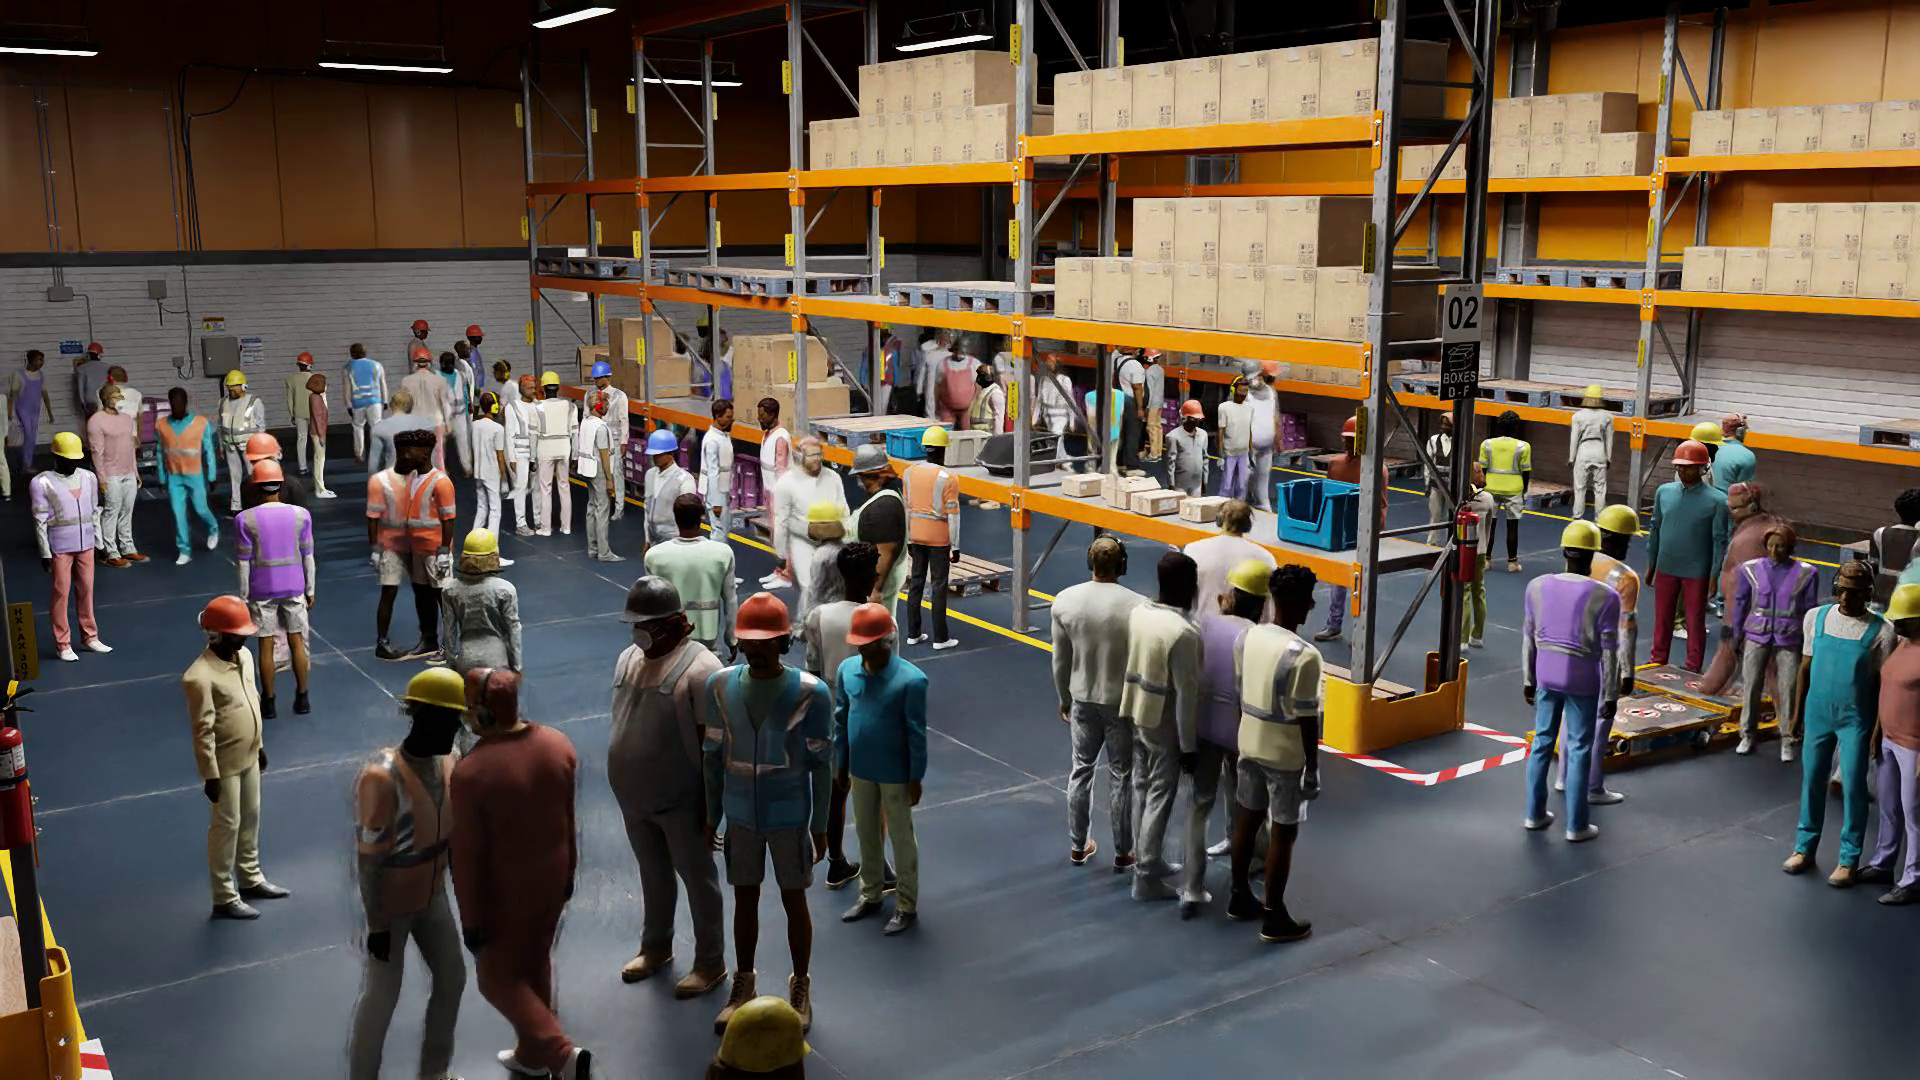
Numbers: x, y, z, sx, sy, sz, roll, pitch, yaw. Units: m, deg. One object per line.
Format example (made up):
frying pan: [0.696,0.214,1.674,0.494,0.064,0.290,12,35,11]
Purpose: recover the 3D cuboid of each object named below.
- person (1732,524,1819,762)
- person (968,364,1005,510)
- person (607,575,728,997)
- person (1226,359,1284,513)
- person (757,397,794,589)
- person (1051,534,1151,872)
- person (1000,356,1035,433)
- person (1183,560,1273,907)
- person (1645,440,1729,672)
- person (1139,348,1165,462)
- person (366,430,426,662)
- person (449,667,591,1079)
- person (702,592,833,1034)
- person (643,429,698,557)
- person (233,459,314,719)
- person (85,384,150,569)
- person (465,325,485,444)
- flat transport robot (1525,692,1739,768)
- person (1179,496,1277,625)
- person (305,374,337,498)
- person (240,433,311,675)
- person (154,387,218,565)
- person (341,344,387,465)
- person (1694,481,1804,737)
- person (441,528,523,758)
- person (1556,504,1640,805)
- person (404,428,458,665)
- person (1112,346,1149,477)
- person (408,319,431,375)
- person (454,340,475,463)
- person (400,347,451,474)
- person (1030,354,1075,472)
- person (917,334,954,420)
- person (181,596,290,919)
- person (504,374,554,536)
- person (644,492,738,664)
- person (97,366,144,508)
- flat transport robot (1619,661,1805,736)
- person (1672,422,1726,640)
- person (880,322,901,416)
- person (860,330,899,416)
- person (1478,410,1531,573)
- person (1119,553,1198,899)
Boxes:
person: [5.564,0.691,11.375,0.527,1.628,0.314,7,13,32]
person: [0.332,-1.312,21.076,0.430,1.845,0.621,-4,12,-21]
person: [-1.431,1.155,7.941,0.681,2.000,0.535,8,13,34]
person: [3.577,-1.200,19.991,0.812,2.000,0.535,-6,13,-29]
person: [-1.828,-0.477,16.642,0.402,1.909,0.599,-4,12,-18]
person: [0.822,0.918,9.415,0.630,1.940,0.373,5,12,25]
person: [0.828,-1.845,24.033,0.522,1.758,0.350,0,11,1]
person: [1.474,1.033,9.040,0.583,1.869,1.009,6,13,29]
person: [5.588,0.218,12.854,0.378,1.995,0.609,-9,14,-39]
person: [2.888,-2.051,25.084,0.341,1.752,0.563,5,12,26]
person: [-4.676,0.032,13.970,0.411,1.942,0.689,9,14,39]
person: [-1.787,1.447,6.879,0.698,1.880,0.666,7,13,33]
person: [-0.874,1.235,7.513,0.608,2.048,0.370,2,11,11]
person: [-2.445,0.029,13.975,0.610,1.939,0.419,10,15,42]
person: [-5.060,0.362,12.305,0.549,1.927,0.393,-8,14,-35]
person: [-8.909,-0.679,17.588,0.372,1.940,0.631,2,11,9]
person: [-7.848,-2.516,26.987,0.361,1.940,0.543,-4,12,-19]
flat transport robot: [4.731,1.315,11.665,1.431,0.197,0.652,-6,13,-28]
person: [1.702,0.680,10.746,0.675,1.904,0.670,1,11,4]
person: [-8.436,-1.374,21.927,0.282,1.633,0.498,-5,12,-24]
person: [-5.525,0.110,13.439,0.620,1.986,0.443,4,12,18]
person: [-8.303,-0.715,17.890,0.602,1.897,0.708,-1,11,-6]
person: [-8.918,-2.041,24.934,0.666,1.781,0.989,-6,13,-29]
person: [5.590,0.492,11.859,1.011,1.840,0.710,7,13,33]
person: [-3.025,0.784,10.602,0.494,1.743,0.305,0,11,2]
person: [4.044,0.719,10.498,0.402,1.916,0.592,-4,12,-20]
person: [-4.404,0.050,13.785,0.603,1.966,0.367,10,15,42]
person: [2.446,-1.945,23.808,0.537,2.000,0.685,-5,12,-26]
person: [-8.963,-2.673,27.685,0.406,1.986,0.612,0,11,1]
person: [-7.417,-2.072,24.958,0.345,1.847,0.506,-7,13,-32]
person: [-7.007,-1.532,21.850,0.638,1.986,0.415,-3,11,-14]
person: [1.243,-1.609,22.610,0.983,1.829,0.597,-9,14,-38]
person: [-0.339,-2.339,26.377,0.706,1.840,1.004,1,11,5]
person: [-3.834,1.141,8.796,0.355,1.737,0.576,1,11,5]
person: [-5.009,-0.990,19.340,0.352,1.880,0.577,9,14,39]
person: [-1.746,0.646,10.862,0.598,1.916,0.375,-3,11,-14]
person: [-10.525,-1.263,20.879,0.825,1.816,0.658,8,13,34]
flat transport robot: [5.474,1.162,12.445,0.652,0.197,1.431,-6,13,-28]
person: [6.439,-0.082,14.587,0.397,1.920,0.587,10,15,41]
person: [-1.325,-3.113,30.341,0.403,1.824,0.594,-10,15,-42]
person: [-1.349,-2.655,28.050,0.631,1.805,0.935,3,11,14]
person: [5.648,-0.500,17.293,0.536,1.696,0.322,7,13,30]
person: [1.089,1.007,9.115,0.505,1.908,0.658,-5,12,-22]
